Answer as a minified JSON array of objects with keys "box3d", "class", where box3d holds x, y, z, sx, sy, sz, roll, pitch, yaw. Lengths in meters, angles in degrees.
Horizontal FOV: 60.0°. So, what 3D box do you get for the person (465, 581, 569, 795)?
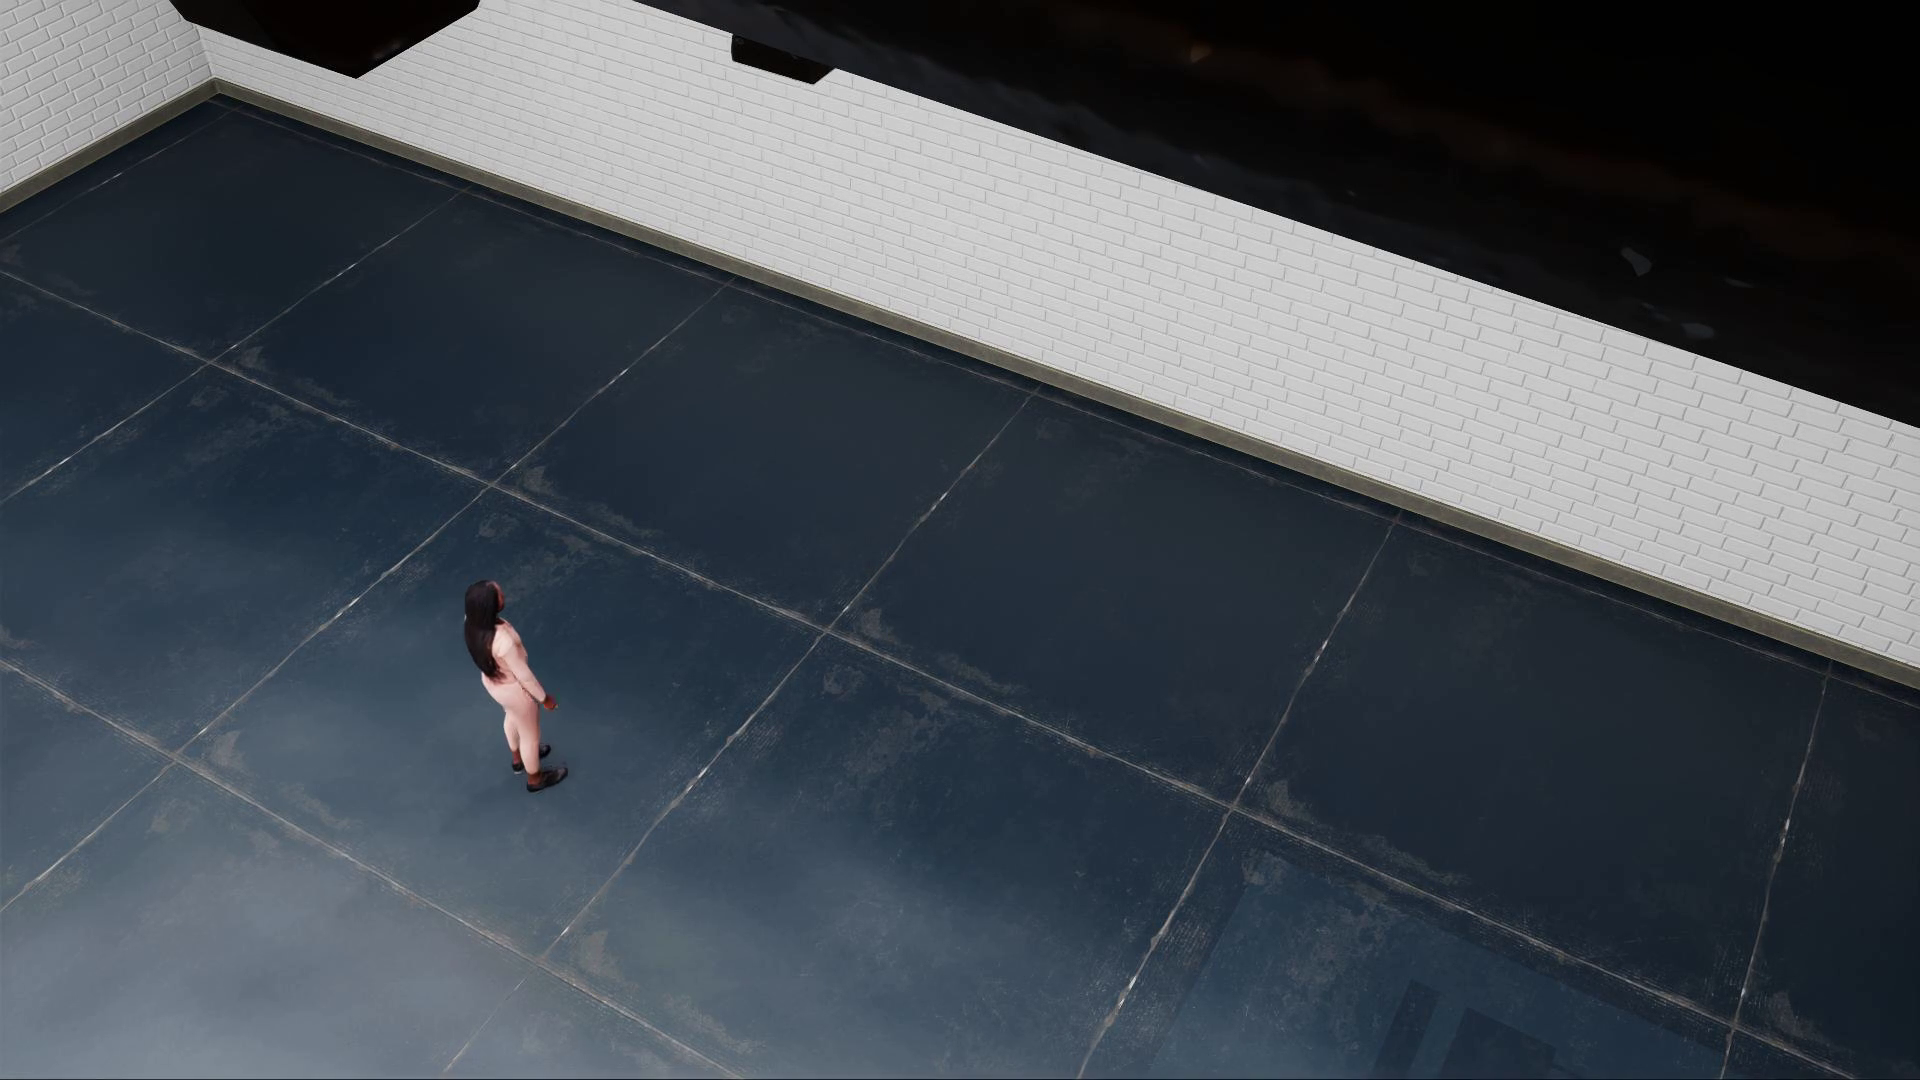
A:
[{"box3d":[-2.671,0.892,9.839,0.683,1.719,0.708,-31,52,-29],"class":"person"}]
